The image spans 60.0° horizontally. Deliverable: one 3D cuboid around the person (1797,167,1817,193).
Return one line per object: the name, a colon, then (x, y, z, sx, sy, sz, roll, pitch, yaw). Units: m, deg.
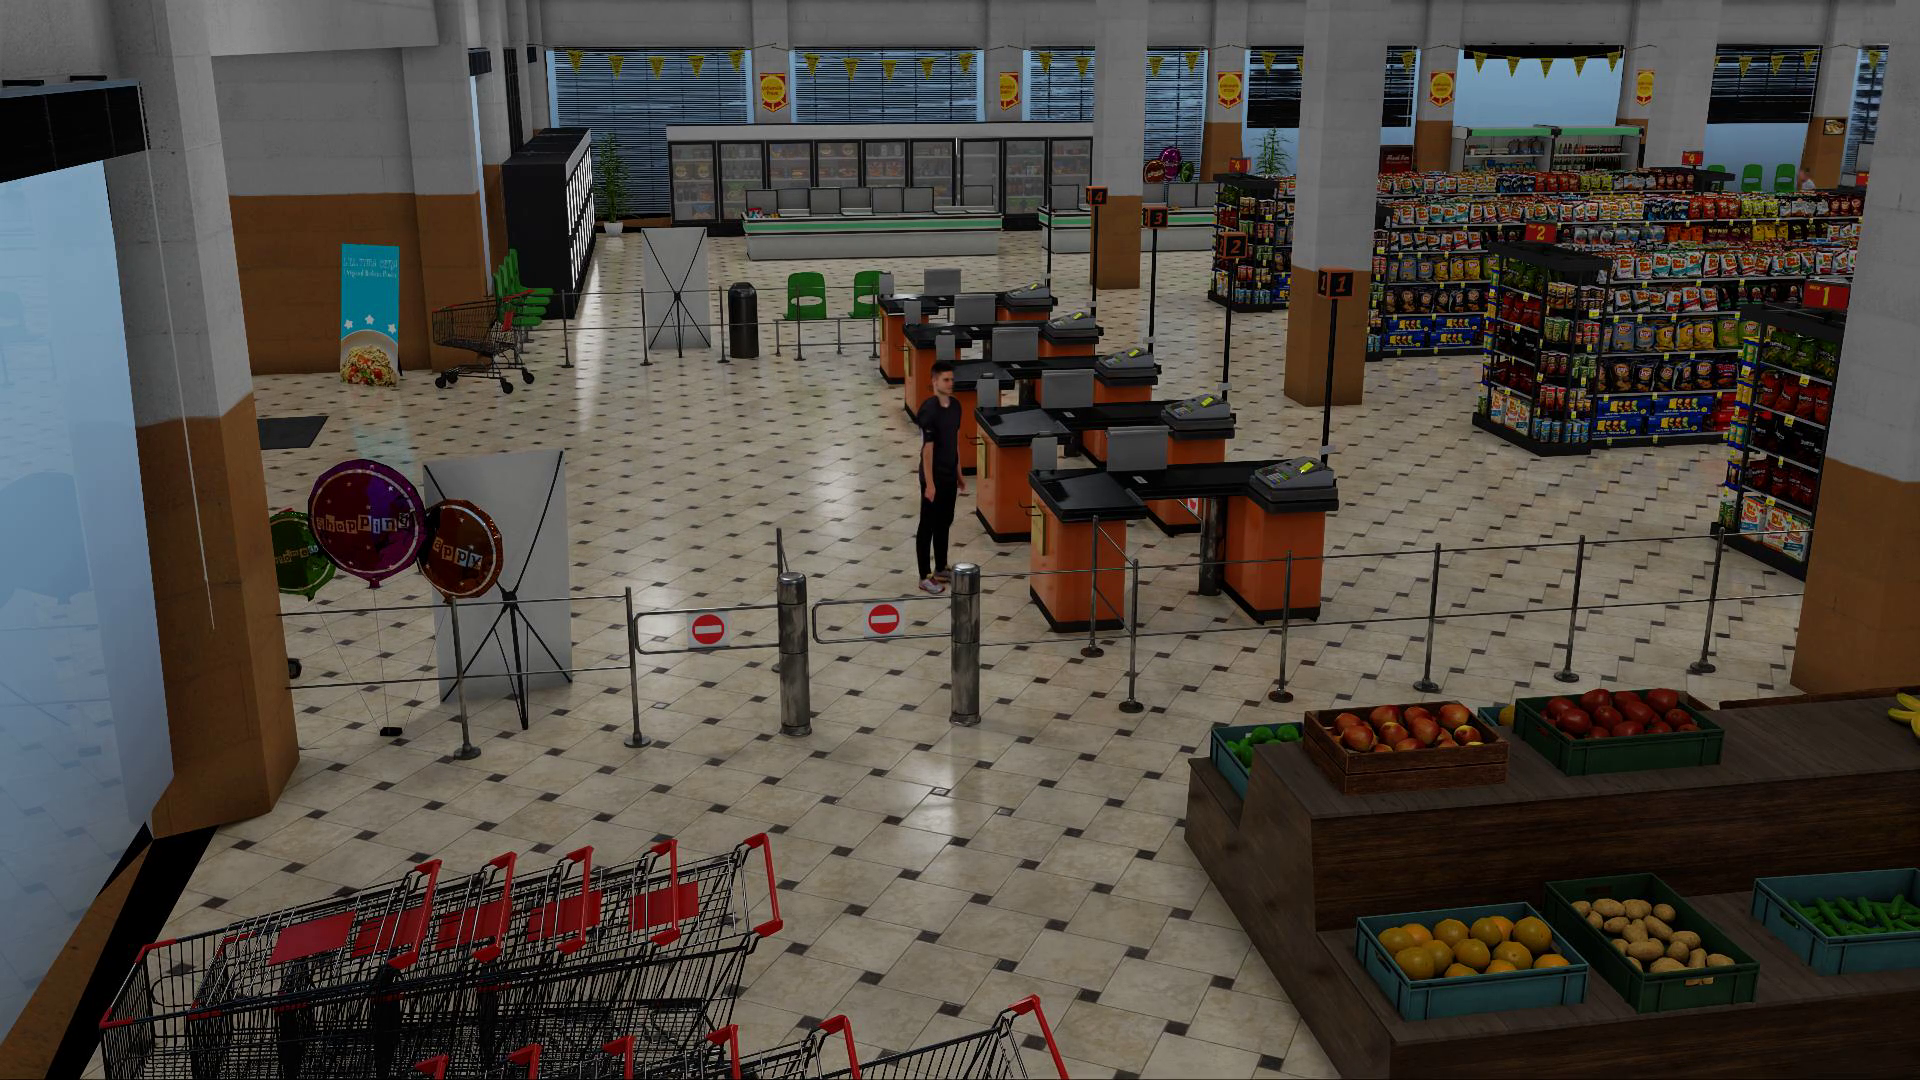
person: (15.758, -5.963, 30.750, 1.192, 1.775, 0.993, 5, 18, 17)

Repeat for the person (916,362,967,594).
person: (-0.153, -0.491, 12.752, 0.748, 1.761, 0.696, 11, 20, 31)
